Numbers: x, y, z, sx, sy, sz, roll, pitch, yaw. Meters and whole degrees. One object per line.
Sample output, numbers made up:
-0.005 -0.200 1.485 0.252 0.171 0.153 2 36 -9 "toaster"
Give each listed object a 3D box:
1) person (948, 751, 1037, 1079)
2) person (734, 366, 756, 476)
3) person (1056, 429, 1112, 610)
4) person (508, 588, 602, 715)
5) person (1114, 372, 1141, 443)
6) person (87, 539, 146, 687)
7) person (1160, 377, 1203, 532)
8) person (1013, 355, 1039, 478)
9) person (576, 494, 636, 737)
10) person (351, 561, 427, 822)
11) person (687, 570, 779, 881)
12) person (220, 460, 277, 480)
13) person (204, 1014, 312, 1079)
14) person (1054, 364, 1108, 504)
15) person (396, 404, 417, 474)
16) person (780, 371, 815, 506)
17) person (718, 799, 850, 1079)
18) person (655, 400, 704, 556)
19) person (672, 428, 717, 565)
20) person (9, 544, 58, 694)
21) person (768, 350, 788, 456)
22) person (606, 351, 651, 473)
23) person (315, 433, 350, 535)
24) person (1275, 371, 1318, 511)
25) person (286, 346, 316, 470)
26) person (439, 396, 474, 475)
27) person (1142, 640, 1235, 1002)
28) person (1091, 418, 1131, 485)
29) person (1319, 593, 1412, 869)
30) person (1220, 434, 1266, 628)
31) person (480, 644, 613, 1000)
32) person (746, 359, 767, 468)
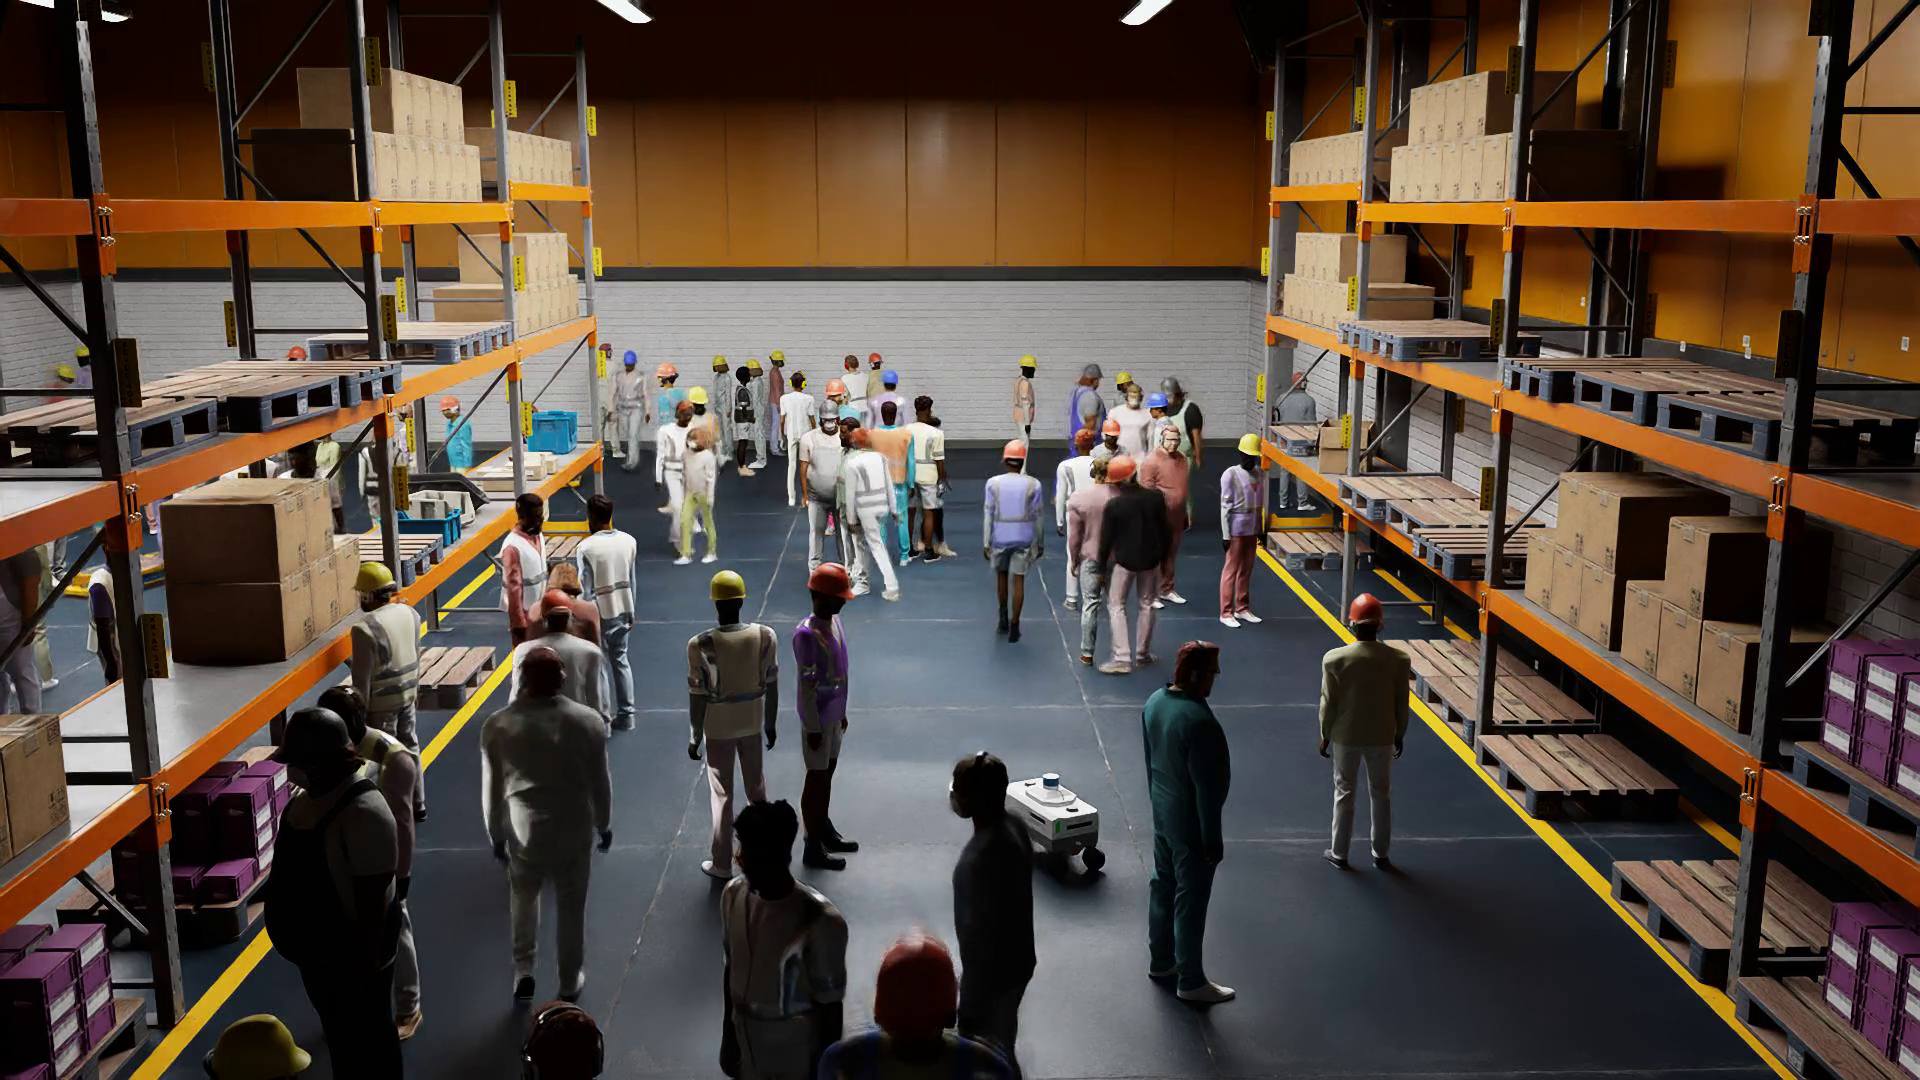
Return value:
0.129 1.804 6.876 0.369 1.927 0.628 2 11 9 "person"
-3.329 -1.837 25.697 0.315 1.700 0.541 -2 12 -11 "person"
1.273 -0.205 17.079 0.566 1.879 0.354 -1 11 -4 "person"
-2.528 1.186 10.488 0.597 1.721 0.635 -5 13 -26 "person"
2.438 -1.620 24.543 0.489 1.728 0.323 10 15 42 "person"
-6.109 0.813 12.085 0.388 1.837 0.560 -1 11 -4 "person"
2.711 -1.096 21.128 0.715 2.000 0.545 8 14 36 "person"
1.000 -1.834 25.121 0.381 1.923 0.595 -1 11 -6 "person"
-2.753 0.590 13.025 0.404 1.906 0.598 7 13 31 "person"
-3.789 1.039 10.975 0.403 1.824 0.597 4 12 19 "person"
-1.402 1.134 10.232 0.594 1.924 0.370 -7 13 -31 "person"
-7.260 -0.182 17.067 0.560 1.836 0.394 -9 14 -38 "person"
-2.066 2.256 5.013 0.314 1.769 0.525 -4 12 -18 "person"
1.799 -1.492 23.112 1.023 2.000 0.680 -4 12 -19 "person"
-7.044 -0.928 21.292 0.309 1.641 0.514 -1 11 -6 "person"
-2.245 -1.407 23.117 0.516 1.871 0.325 2 11 7 "person"
-0.678 1.907 6.288 0.608 1.960 0.372 9 15 39 "person"
-3.263 -0.725 19.742 0.597 1.849 0.900 -9 14 -38 "person"
-3.068 -0.492 19.186 0.518 1.601 0.724 6 13 28 "person"
-8.007 0.495 14.176 0.507 1.631 0.277 -5 12 -25 "person"
-3.037 -2.283 27.773 0.317 1.767 0.535 -2 12 -11 "person"
-5.196 -1.997 25.999 0.621 1.887 1.013 3 12 14 "person"
-7.282 -0.571 19.211 0.337 1.762 0.522 -10 15 -41 "person"
4.617 -1.347 22.725 0.642 1.909 0.410 11 16 44 "person"
-10.203 -2.003 25.784 0.376 1.997 0.612 -6 13 -26 "person"
-6.480 -1.001 21.447 0.375 1.725 0.596 -8 14 -35 "person"
1.207 1.453 8.701 0.407 1.902 0.639 -4 12 -21 "person"
1.708 -0.517 18.944 0.564 1.751 0.342 -5 12 -23 "person"
2.511 1.192 10.367 0.563 1.755 0.320 0 11 -1 "person"
2.815 -0.100 16.432 0.590 1.920 0.386 -9 14 -38 "person"
-2.123 1.473 8.630 0.645 1.896 0.409 -1 11 -6 "person"
-3.267 -2.020 26.528 0.320 1.737 0.485 0 11 0 "person"
